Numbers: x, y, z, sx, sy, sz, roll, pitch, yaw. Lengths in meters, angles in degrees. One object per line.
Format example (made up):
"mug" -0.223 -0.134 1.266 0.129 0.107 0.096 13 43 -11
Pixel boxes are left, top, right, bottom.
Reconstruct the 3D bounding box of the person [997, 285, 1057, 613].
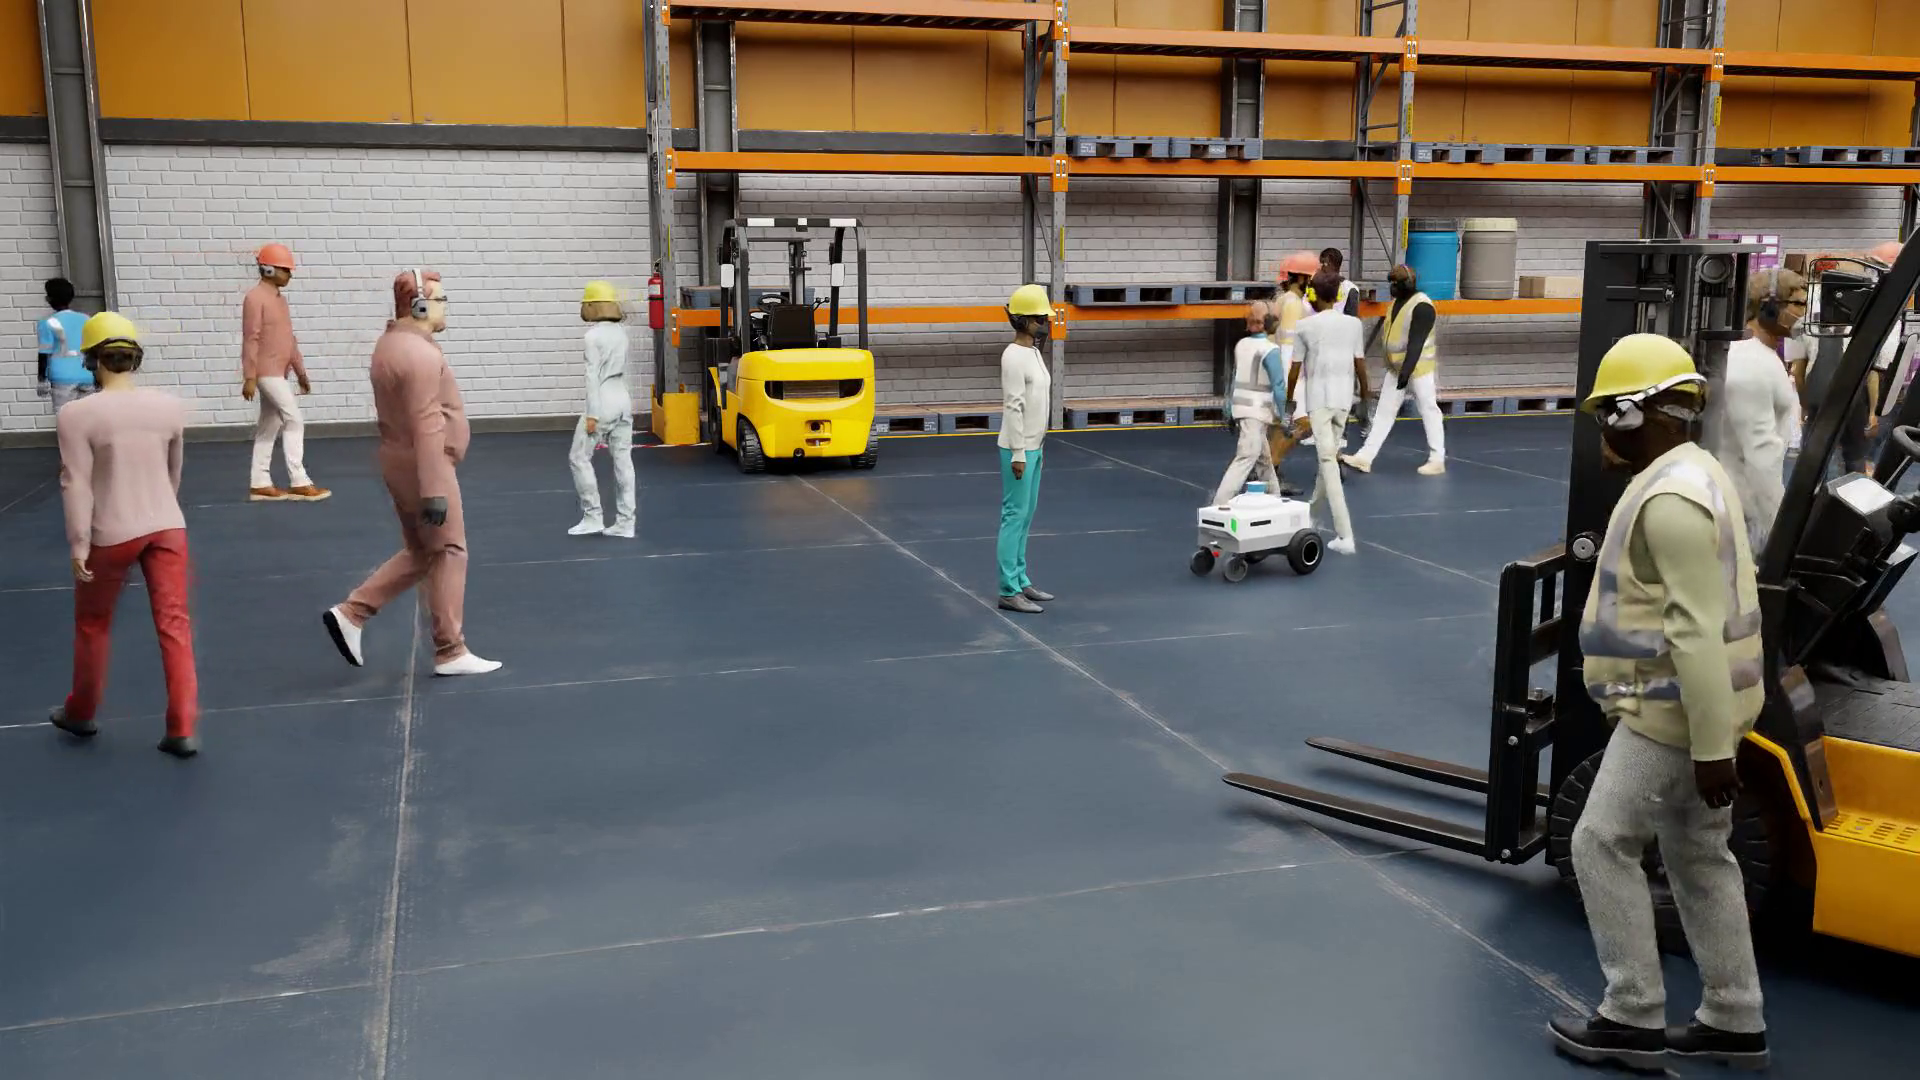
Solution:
"person" 0.369 -0.496 9.048 0.312 1.767 0.533 3 11 14

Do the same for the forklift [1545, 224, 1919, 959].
"forklift" 2.909 0.117 4.508 2.313 2.155 1.214 9 14 40

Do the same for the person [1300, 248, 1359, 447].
"person" 3.591 -1.848 16.038 0.372 1.916 0.597 -6 12 -29

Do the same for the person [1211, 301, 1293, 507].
"person" 2.027 -0.837 11.422 0.872 1.591 0.521 -4 11 -19

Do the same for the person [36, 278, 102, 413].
"person" -7.457 -1.341 13.890 0.407 1.680 0.549 3 11 18

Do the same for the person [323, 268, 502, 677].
"person" -2.527 -0.286 7.586 0.663 1.891 0.648 -6 12 -29

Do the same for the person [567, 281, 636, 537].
"person" -2.439 -0.874 11.209 0.573 1.723 0.520 4 11 23

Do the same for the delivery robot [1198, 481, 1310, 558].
"delivery robot" 1.763 -0.107 9.980 0.707 0.478 0.477 -8 13 -36

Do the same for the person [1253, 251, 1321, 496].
"person" 2.579 -1.269 12.878 0.441 1.915 0.582 0 10 2

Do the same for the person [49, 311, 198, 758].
"person" -3.318 -0.024 6.559 0.872 1.727 0.525 8 13 38

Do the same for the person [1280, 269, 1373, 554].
"person" 2.371 -0.859 10.919 0.509 1.807 1.001 -3 11 -18

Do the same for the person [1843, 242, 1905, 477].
"person" 7.563 -1.454 13.717 0.426 1.978 0.629 -1 10 -6

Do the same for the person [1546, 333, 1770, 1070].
"person" 1.735 0.405 4.034 0.610 1.788 0.611 6 12 30

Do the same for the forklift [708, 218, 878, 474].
"forklift" -1.522 -1.778 14.899 1.214 2.155 2.313 -3 11 -17

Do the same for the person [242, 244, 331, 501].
"person" -5.127 -1.265 12.710 0.820 1.956 0.641 -1 10 -4

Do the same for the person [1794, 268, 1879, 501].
"person" 5.722 -0.854 10.861 0.551 1.814 0.584 10 14 43

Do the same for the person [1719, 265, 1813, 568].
"person" 3.160 -0.101 6.501 0.807 1.909 0.645 6 12 30

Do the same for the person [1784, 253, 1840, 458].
"person" 7.848 -1.675 15.225 0.575 1.876 0.340 9 14 41

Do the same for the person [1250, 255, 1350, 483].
"person" 2.801 -1.393 13.705 0.965 1.878 0.553 5 12 27

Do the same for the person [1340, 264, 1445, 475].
"person" 3.747 -1.430 14.102 0.967 1.781 0.646 -3 11 -15
